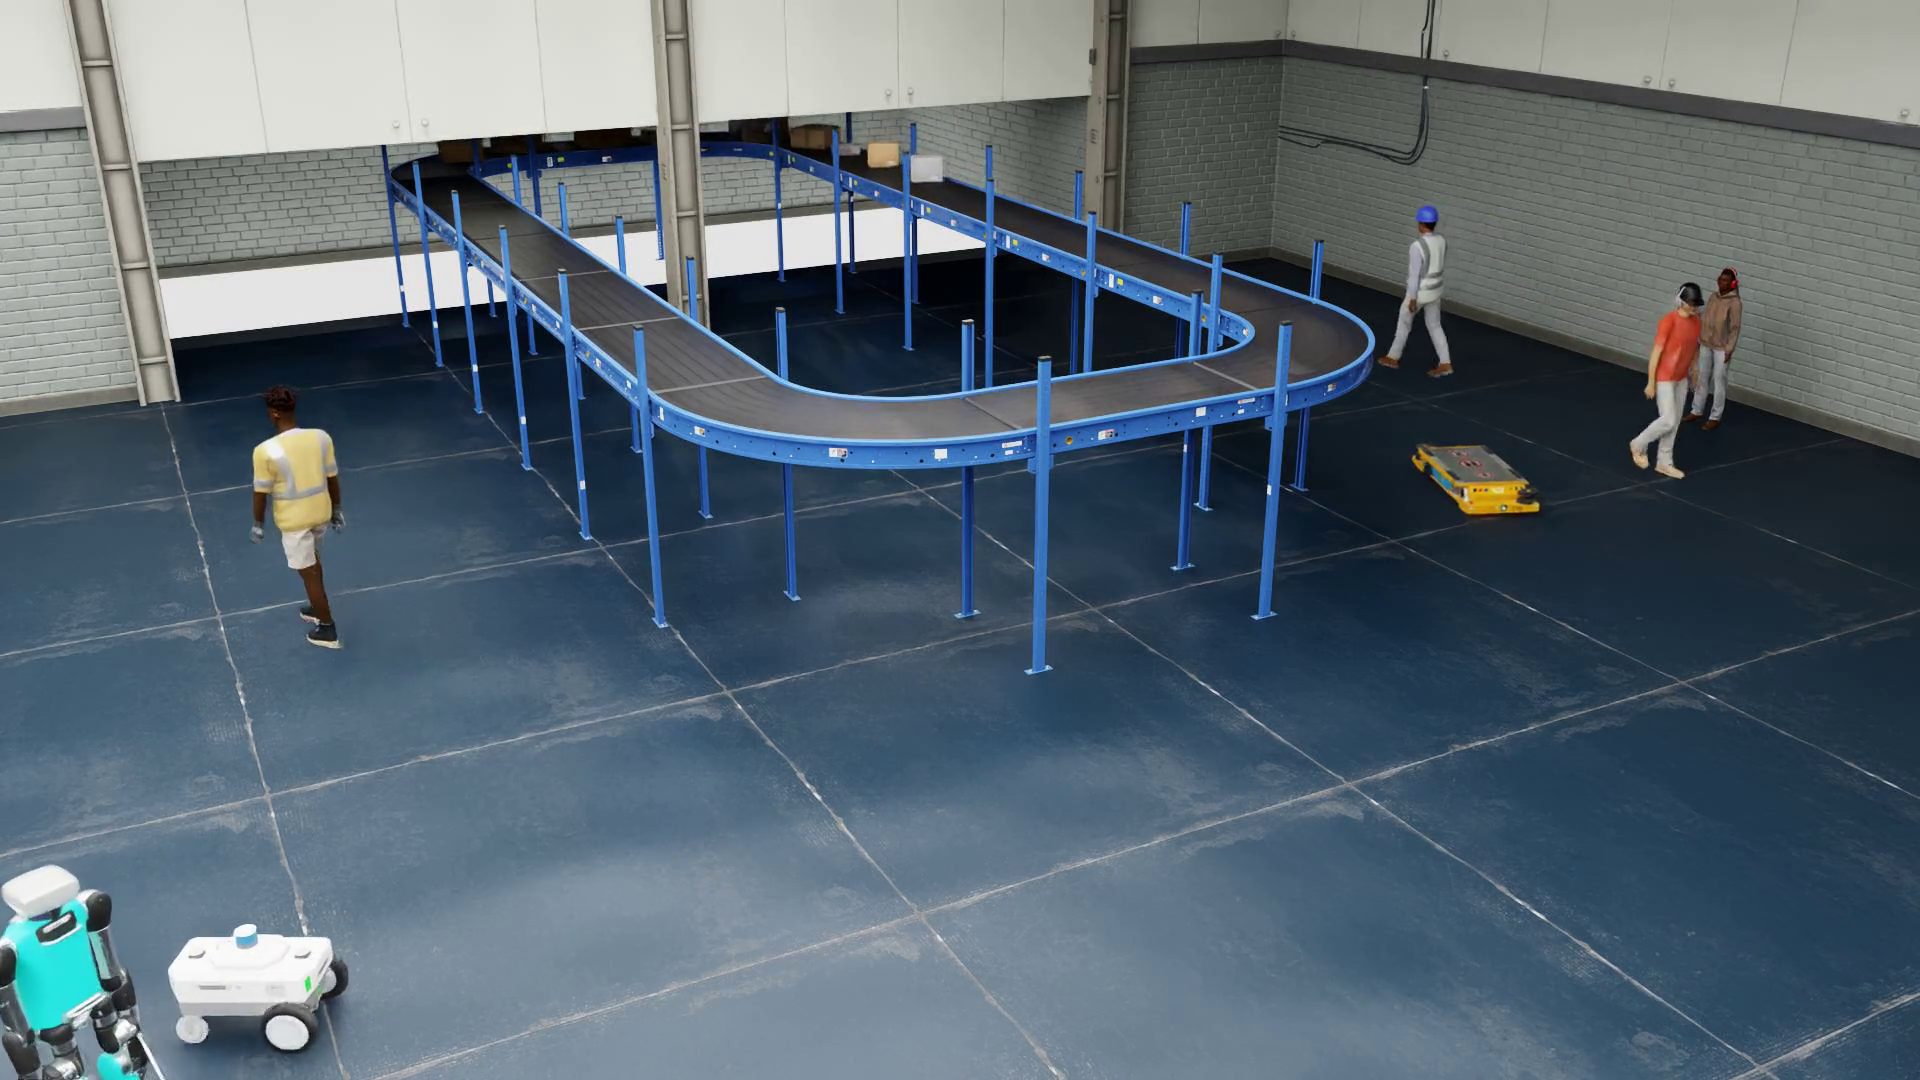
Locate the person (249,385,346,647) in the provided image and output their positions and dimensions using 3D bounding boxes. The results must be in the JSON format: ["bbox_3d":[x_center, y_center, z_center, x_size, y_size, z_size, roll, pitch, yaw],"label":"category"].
[{"bbox_3d":[-4.865,-0.183,12.109,0.785,1.937,0.630,12,25,27],"label":"person"}]

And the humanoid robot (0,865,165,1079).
[{"bbox_3d":[-3.337,2.151,6.588,0.725,1.771,0.549,10,24,23],"label":"humanoid robot"}]

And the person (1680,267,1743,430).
[{"bbox_3d":[7.661,-1.945,16.835,0.332,1.651,0.466,-9,24,-21],"label":"person"}]

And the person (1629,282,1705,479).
[{"bbox_3d":[6.613,-1.475,15.379,0.597,1.889,0.525,-13,25,-29],"label":"person"}]

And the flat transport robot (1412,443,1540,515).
[{"bbox_3d":[4.722,-0.572,15.290,0.659,0.231,1.431,-2,22,-5],"label":"flat transport robot"}]

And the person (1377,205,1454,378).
[{"bbox_3d":[5.207,-2.778,18.568,0.627,1.902,0.976,-14,26,-32],"label":"person"}]

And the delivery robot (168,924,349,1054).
[{"bbox_3d":[-3.430,2.168,8.152,0.797,0.608,0.499,0,22,0],"label":"delivery robot"}]
